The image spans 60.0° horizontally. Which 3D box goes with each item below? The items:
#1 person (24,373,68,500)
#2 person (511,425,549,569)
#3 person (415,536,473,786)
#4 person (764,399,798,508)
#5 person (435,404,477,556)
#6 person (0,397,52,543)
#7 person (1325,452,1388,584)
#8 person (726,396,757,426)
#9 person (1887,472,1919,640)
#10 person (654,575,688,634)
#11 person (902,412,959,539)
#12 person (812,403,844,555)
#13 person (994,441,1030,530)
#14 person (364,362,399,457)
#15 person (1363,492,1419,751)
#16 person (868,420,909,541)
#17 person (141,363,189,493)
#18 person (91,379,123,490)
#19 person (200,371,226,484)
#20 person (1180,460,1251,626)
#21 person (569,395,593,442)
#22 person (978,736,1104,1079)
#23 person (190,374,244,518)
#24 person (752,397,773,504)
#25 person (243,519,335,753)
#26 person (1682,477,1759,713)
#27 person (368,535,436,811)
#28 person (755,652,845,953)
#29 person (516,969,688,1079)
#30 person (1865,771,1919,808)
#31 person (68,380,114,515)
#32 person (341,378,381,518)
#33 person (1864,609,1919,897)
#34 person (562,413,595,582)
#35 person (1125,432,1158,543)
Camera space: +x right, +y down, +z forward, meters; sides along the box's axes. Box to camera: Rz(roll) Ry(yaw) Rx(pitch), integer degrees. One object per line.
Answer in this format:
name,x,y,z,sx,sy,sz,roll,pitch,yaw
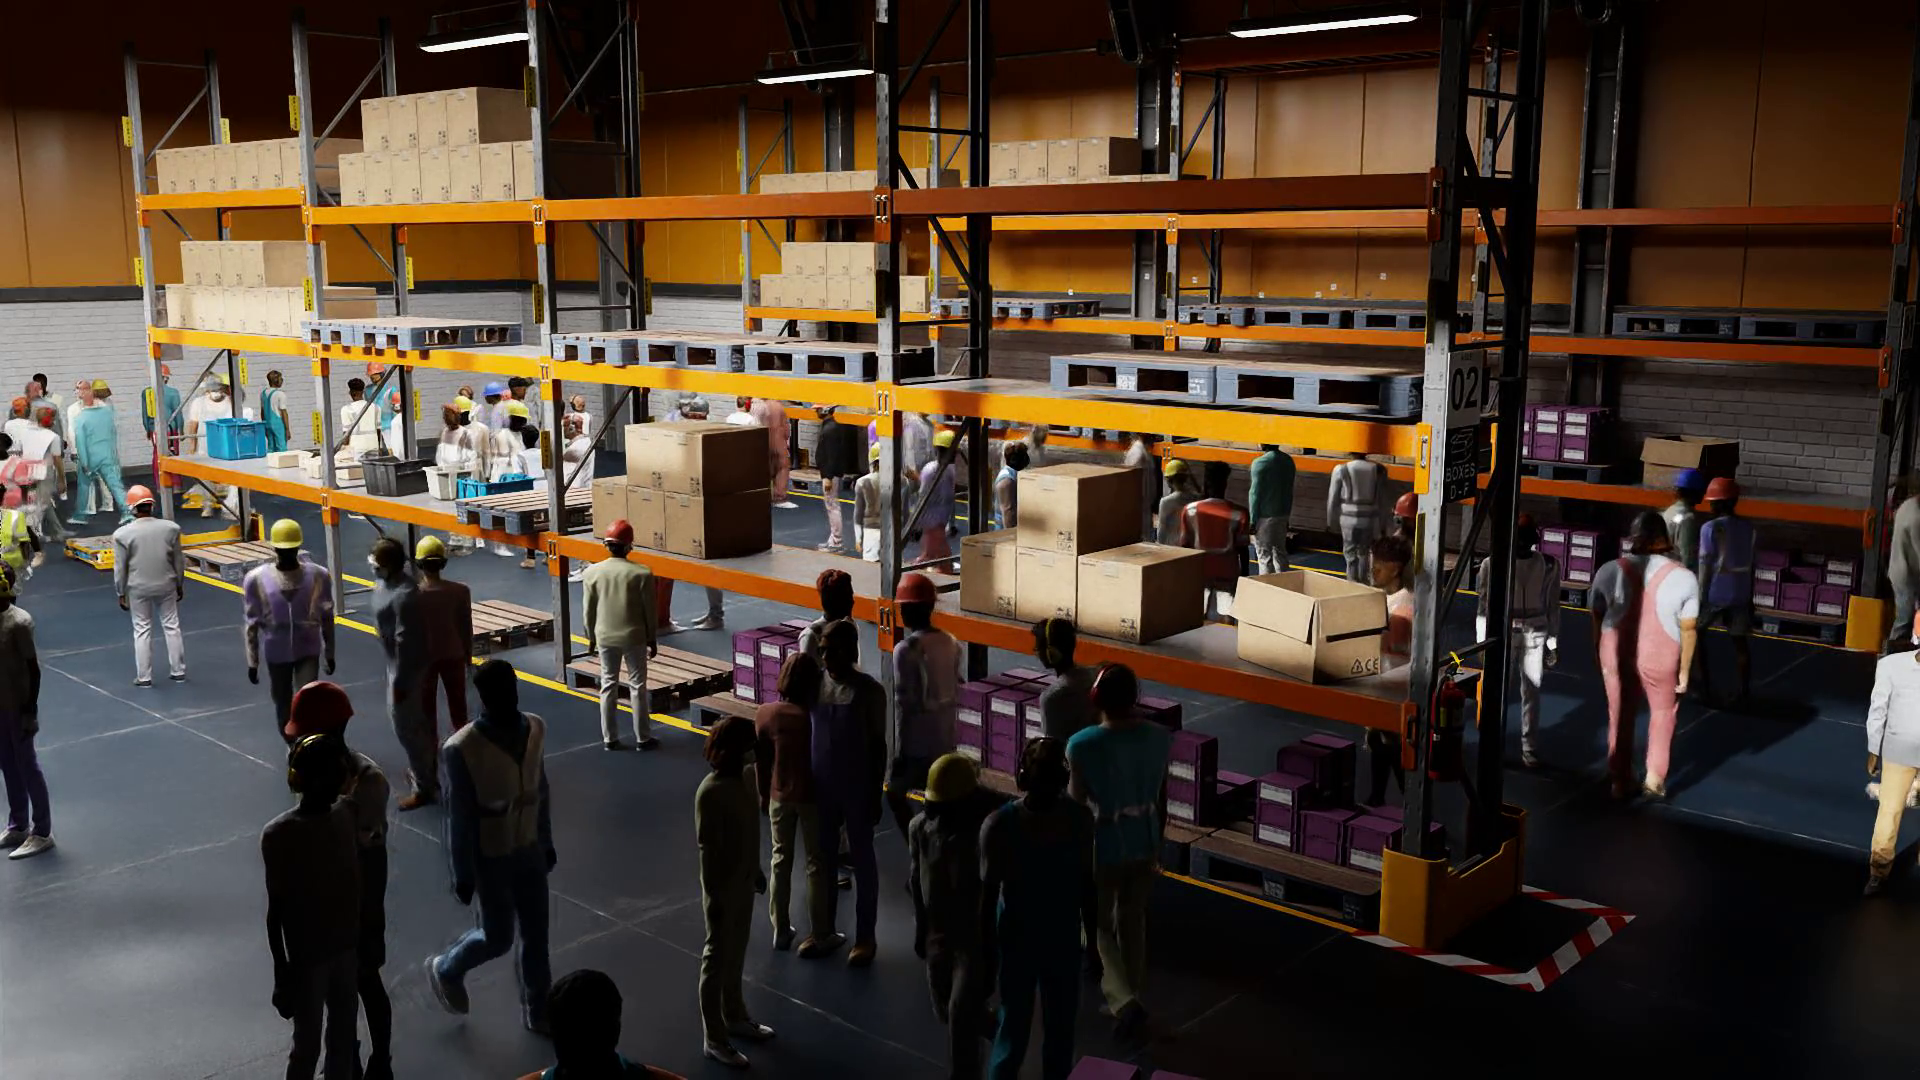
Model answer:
person,-13.586,-1.530,24.729,0.586,1.910,0.395,-3,11,-17
person,-5.006,-0.503,19.503,0.536,1.696,0.322,-9,14,-43
person,-3.679,0.846,11.686,0.533,1.768,0.310,-8,13,-37
person,-2.681,-1.385,23.943,0.597,1.891,0.661,-3,11,-19
person,-6.164,-0.732,20.331,0.625,1.869,0.365,5,11,26
person,-11.879,-0.878,21.135,0.568,1.879,0.349,1,10,7
person,4.081,-0.192,17.260,0.589,1.861,0.771,-1,10,-4
person,-2.911,-1.050,22.213,0.407,1.835,0.568,-9,14,-42
person,8.100,0.357,13.996,0.530,1.922,0.646,5,11,25
person,-2.908,-0.028,16.232,0.405,1.909,0.597,-7,12,-33
person,-0.491,-0.942,21.444,1.044,1.888,0.623,9,13,41
person,-1.615,-0.814,20.425,0.396,1.992,0.623,0,10,-2
person,0.567,-0.070,16.645,0.429,1.847,0.626,2,10,12
person,-8.919,-1.749,25.633,0.605,2.032,0.419,3,11,17
person,3.301,0.621,12.351,0.615,1.984,0.408,-5,11,-28
person,-0.900,-0.913,21.196,0.549,1.925,0.388,-5,11,-27
person,-12.166,-1.703,25.456,0.623,1.989,0.401,1,10,4
person,-13.214,-1.618,25.704,0.321,1.737,0.485,-9,14,-42
person,-11.177,-1.587,24.984,0.631,1.931,0.365,9,13,42
person,2.191,0.290,14.284,0.604,1.957,0.367,3,10,16
person,-5.495,-1.273,24.024,0.306,1.640,0.522,6,11,29
person,0.337,1.676,6.799,0.527,1.836,0.360,-4,11,-23
person,-10.320,-1.318,23.143,0.764,2.000,0.537,-2,10,-13
person,-2.908,-1.398,24.459,0.355,1.737,0.576,-3,10,-15
person,-4.751,0.762,11.829,0.599,1.892,0.936,-4,11,-21
person,6.226,0.449,13.575,0.575,1.904,0.584,-3,11,-18
person,-3.757,0.863,11.238,0.436,1.893,0.795,-5,11,-25
person,-0.851,1.403,8.913,0.508,1.631,0.265,4,11,20
person,-0.970,2.047,4.460,0.596,1.918,0.380,-1,10,-8
person,6.769,0.851,11.104,1.028,1.989,0.600,6,11,29
person,-12.289,-1.302,23.459,0.399,1.900,0.640,4,11,23
person,-8.336,-1.283,23.193,0.387,1.957,0.604,7,12,35
person,5.528,1.225,9.575,0.563,1.752,0.329,5,11,27
person,-4.327,-0.479,18.777,0.400,1.907,0.644,0,10,-1
person,1.995,-0.423,18.379,0.448,1.933,0.638,3,10,15
